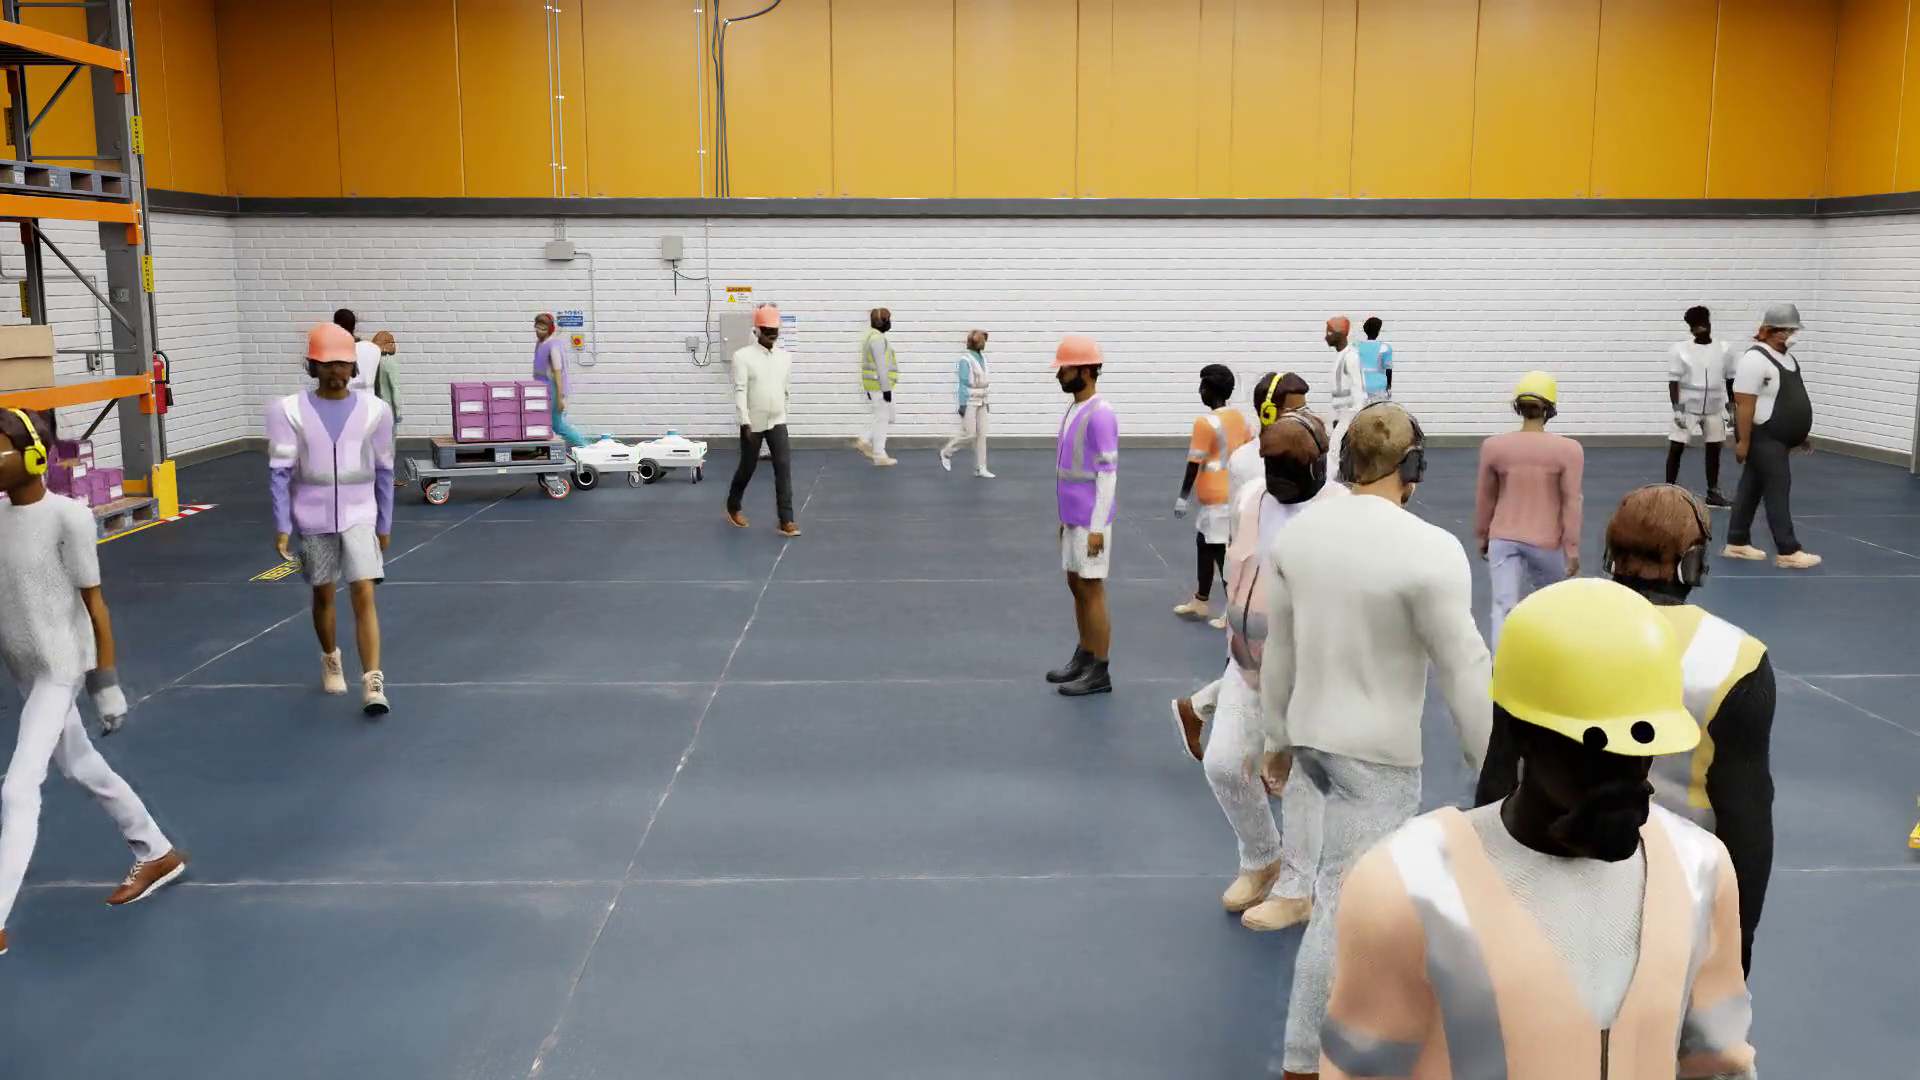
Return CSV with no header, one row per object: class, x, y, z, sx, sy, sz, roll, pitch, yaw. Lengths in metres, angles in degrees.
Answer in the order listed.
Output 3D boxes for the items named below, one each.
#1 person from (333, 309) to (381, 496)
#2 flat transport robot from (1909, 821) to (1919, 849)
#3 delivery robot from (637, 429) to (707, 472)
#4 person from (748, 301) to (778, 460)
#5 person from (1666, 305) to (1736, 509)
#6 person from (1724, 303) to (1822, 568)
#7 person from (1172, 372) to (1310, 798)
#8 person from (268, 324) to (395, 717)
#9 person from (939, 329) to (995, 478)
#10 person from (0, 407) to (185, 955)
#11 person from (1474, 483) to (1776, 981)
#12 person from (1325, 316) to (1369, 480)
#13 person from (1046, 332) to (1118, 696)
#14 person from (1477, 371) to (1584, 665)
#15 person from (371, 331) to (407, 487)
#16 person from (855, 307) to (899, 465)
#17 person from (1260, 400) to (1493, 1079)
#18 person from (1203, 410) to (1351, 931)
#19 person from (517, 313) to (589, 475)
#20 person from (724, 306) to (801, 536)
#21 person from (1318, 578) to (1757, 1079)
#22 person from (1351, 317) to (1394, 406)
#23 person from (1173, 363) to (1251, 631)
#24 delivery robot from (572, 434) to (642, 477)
person,-5.704,-1.200,15.526,0.602,1.888,0.800,-8,12,-42
flat transport robot,4.338,1.043,6.729,0.652,0.197,1.431,7,12,37
delivery robot,-3.057,-0.934,17.694,0.707,0.478,0.477,0,9,1
person,-2.287,-1.862,19.599,0.427,1.888,0.675,-1,9,-8
person,7.018,-1.240,15.679,0.790,1.934,0.393,1,9,7
person,6.309,-0.815,12.708,0.894,2.000,0.698,9,13,43
person,1.242,0.187,7.201,0.688,1.841,0.517,7,12,37
person,-3.196,-0.104,8.537,0.616,1.989,1.063,-4,10,-23
person,0.094,-1.483,18.094,0.552,1.625,0.526,6,11,33
person,-3.116,0.452,5.643,0.543,1.822,0.997,5,11,29
person,1.395,0.782,3.658,0.824,1.814,0.652,-7,12,-38
person,3.646,-1.153,15.436,1.007,1.836,0.628,1,9,7
person,0.639,-0.138,8.880,0.368,1.936,0.552,-2,10,-14
person,2.963,-0.001,8.614,0.552,1.732,0.787,6,11,32
person,-5.994,-1.361,17.333,0.493,1.624,0.280,6,11,32
person,-0.915,-1.762,19.158,0.443,1.826,0.634,-1,9,-4
person,1.192,0.577,4.572,0.831,1.900,0.645,-4,10,-24
person,1.102,0.458,5.612,0.447,1.809,0.700,-6,11,-34
person,-4.481,-1.623,18.421,0.876,1.798,0.597,-4,10,-23
person,-1.730,-1.030,14.307,0.606,1.962,0.938,-6,11,-35
person,0.810,0.974,2.243,0.610,1.870,0.977,-3,10,-18
person,4.878,-1.797,19.784,0.542,1.695,0.316,4,10,25
person,1.544,-0.269,10.477,0.708,1.670,0.551,6,11,34
delivery robot,-3.658,-0.860,17.242,0.707,0.478,0.477,-2,10,-15
